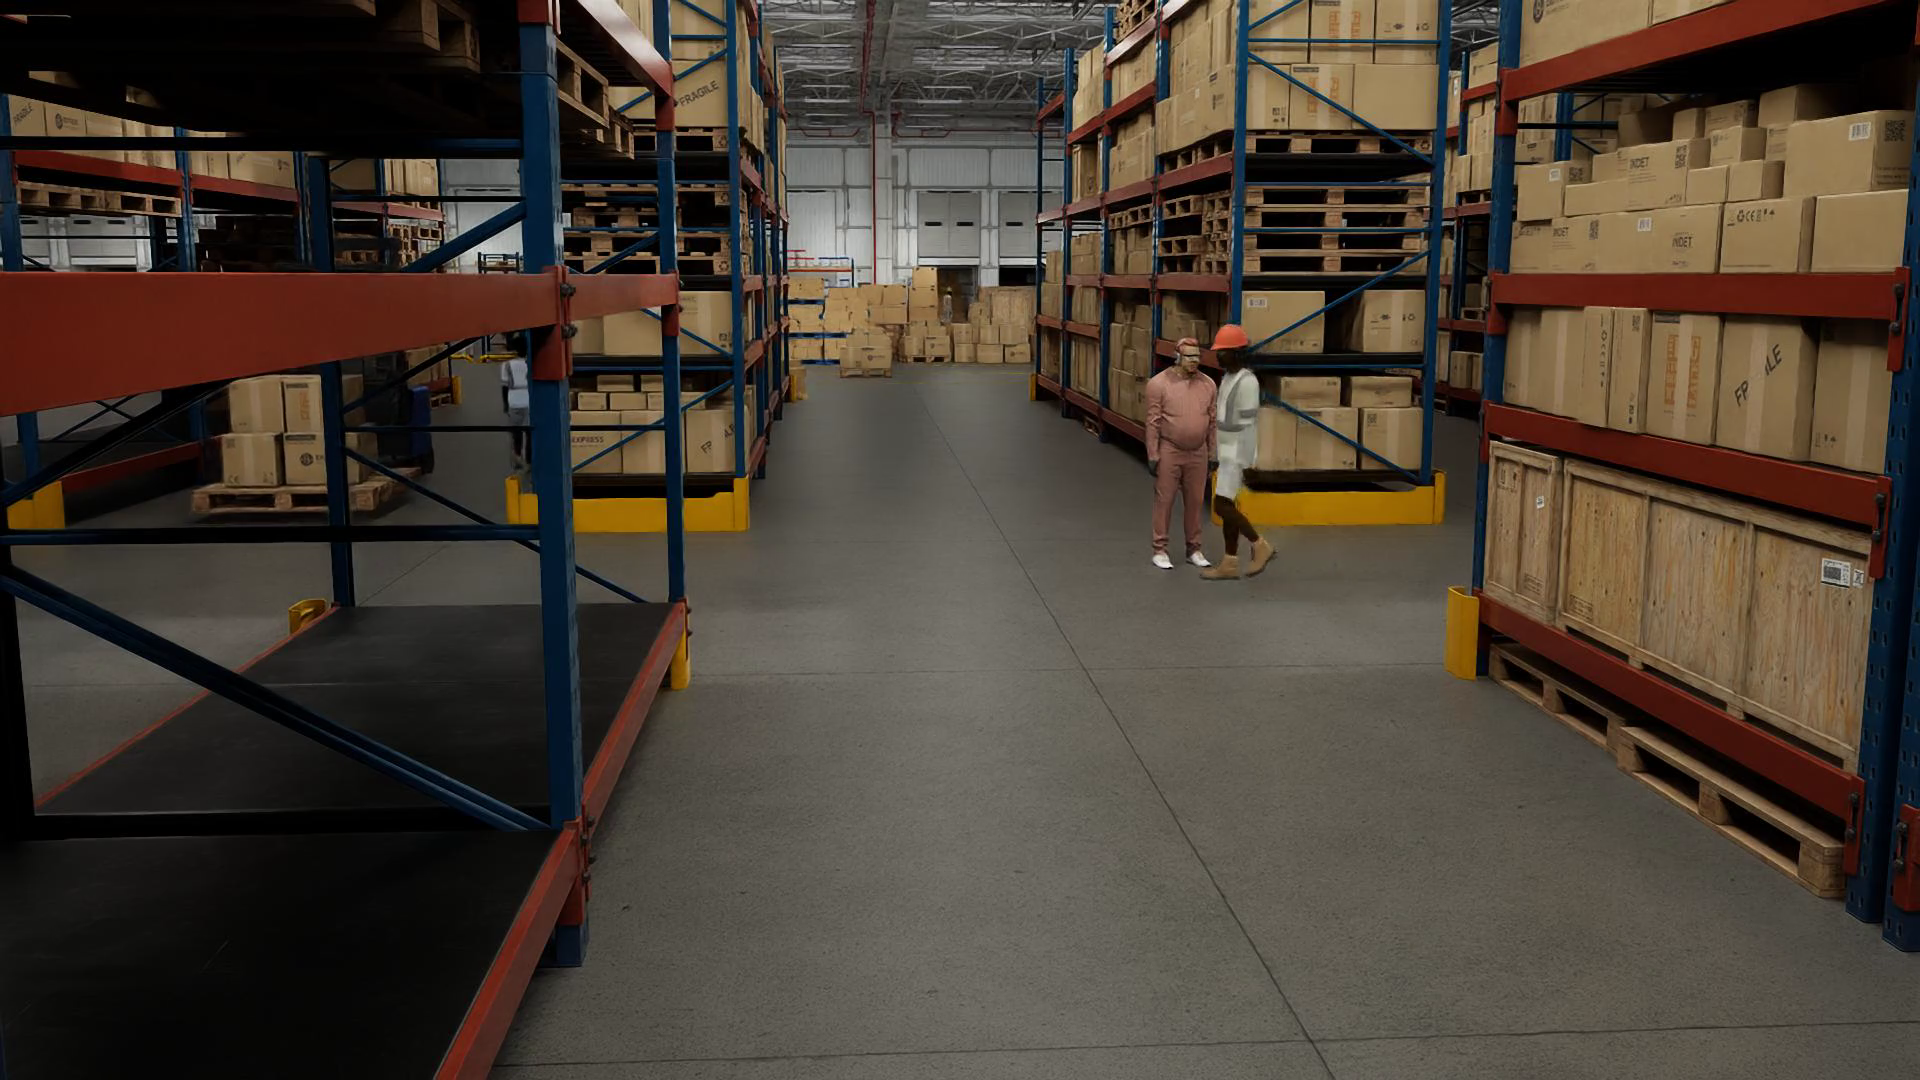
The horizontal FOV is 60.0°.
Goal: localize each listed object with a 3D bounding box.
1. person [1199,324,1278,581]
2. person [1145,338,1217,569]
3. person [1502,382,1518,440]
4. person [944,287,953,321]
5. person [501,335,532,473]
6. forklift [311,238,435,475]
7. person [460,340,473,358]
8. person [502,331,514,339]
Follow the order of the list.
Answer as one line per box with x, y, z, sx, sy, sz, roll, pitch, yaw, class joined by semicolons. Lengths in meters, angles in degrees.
2.147;-0.668;12.998;0.486;2.026;0.608;-1;9;-5;person
1.836;-0.706;13.654;0.642;1.900;0.401;-3;9;-17;person
5.560;-1.042;16.431;0.666;1.678;0.467;2;9;10;person
-0.520;-9.808;70.757;0.489;1.908;0.607;-4;10;-23;person
-5.293;-1.660;20.297;0.545;1.674;0.501;-1;9;-4;person
-6.819;-2.055;19.037;1.129;2.768;1.873;-1;9;-4;forklift
-14.271;-6.155;47.898;0.339;1.881;0.584;8;12;43;person
-16.849;-8.496;62.109;0.548;2.000;0.728;-8;12;-40;person
